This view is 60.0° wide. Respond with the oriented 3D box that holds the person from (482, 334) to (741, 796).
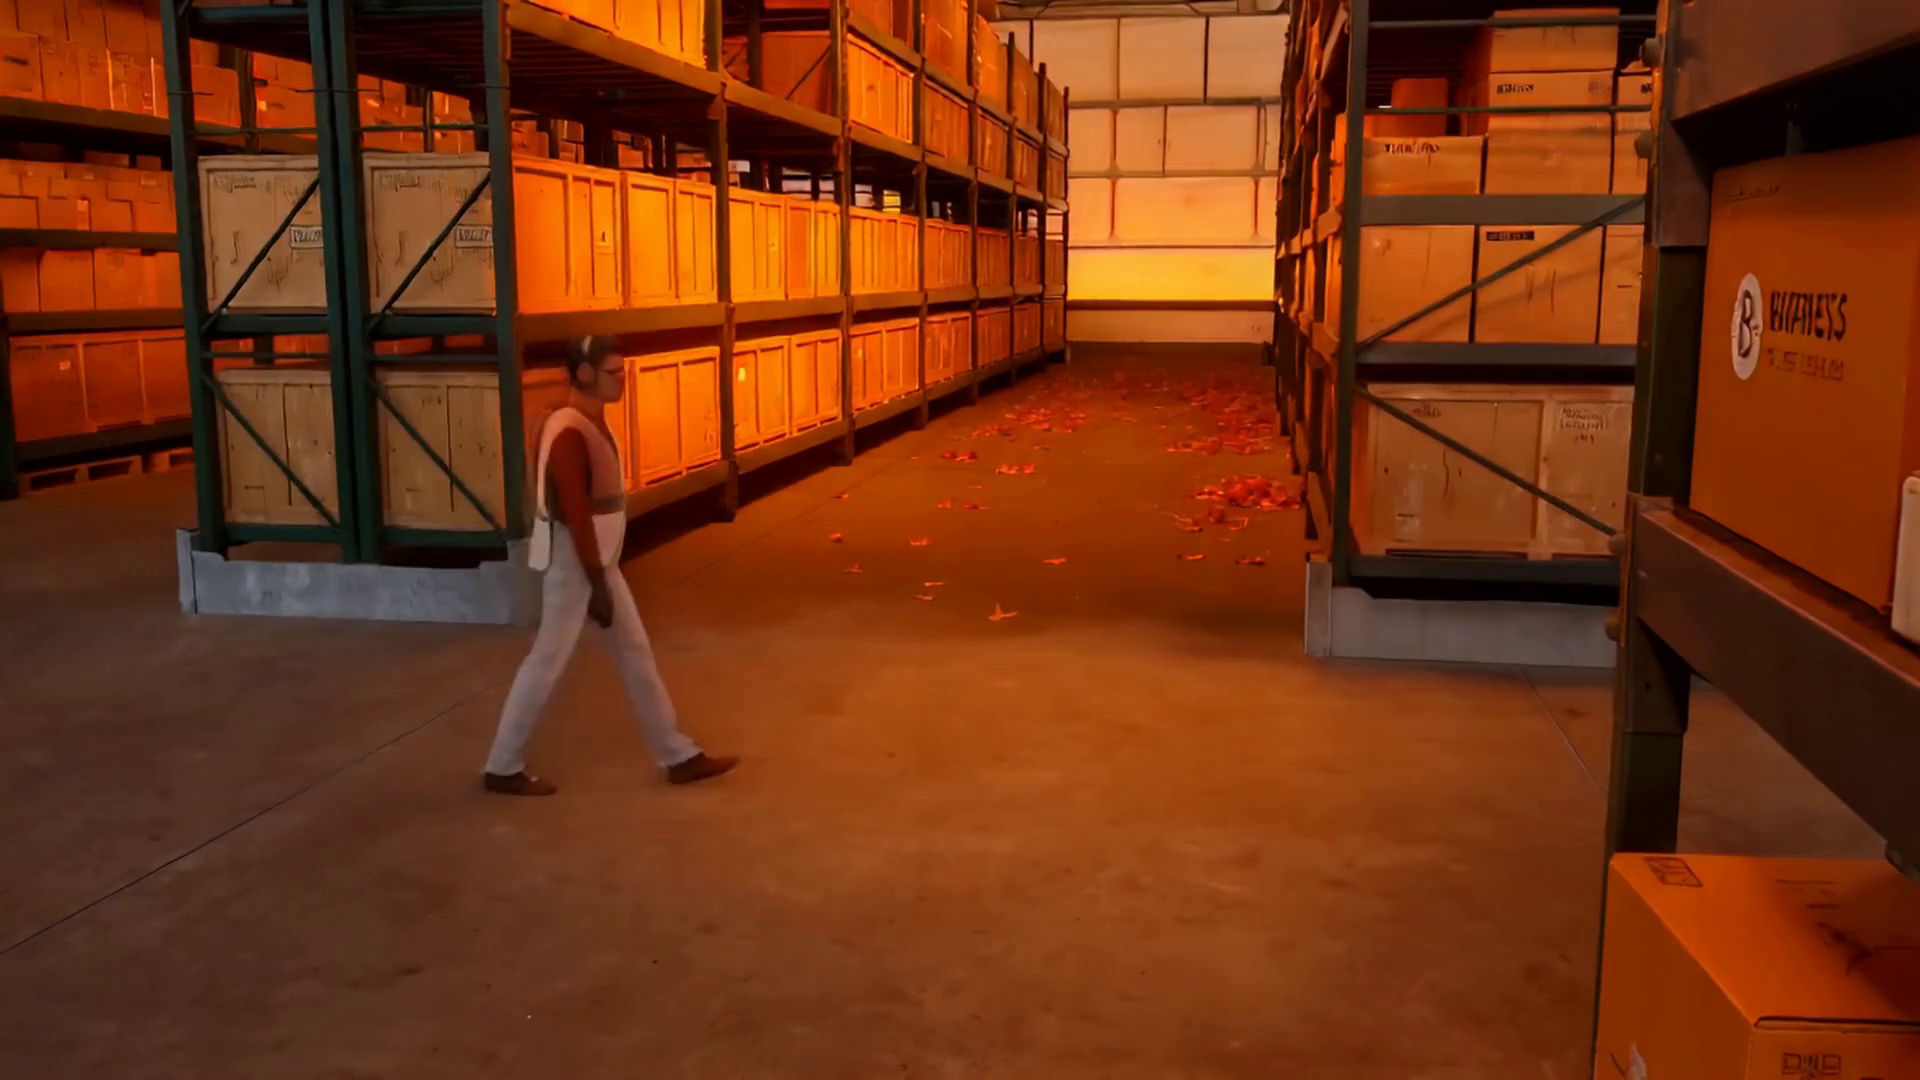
[{"bbox_3d":[-1.402,0.109,6.385,1.001,1.790,0.599,0,9,0],"label":"person"}]
